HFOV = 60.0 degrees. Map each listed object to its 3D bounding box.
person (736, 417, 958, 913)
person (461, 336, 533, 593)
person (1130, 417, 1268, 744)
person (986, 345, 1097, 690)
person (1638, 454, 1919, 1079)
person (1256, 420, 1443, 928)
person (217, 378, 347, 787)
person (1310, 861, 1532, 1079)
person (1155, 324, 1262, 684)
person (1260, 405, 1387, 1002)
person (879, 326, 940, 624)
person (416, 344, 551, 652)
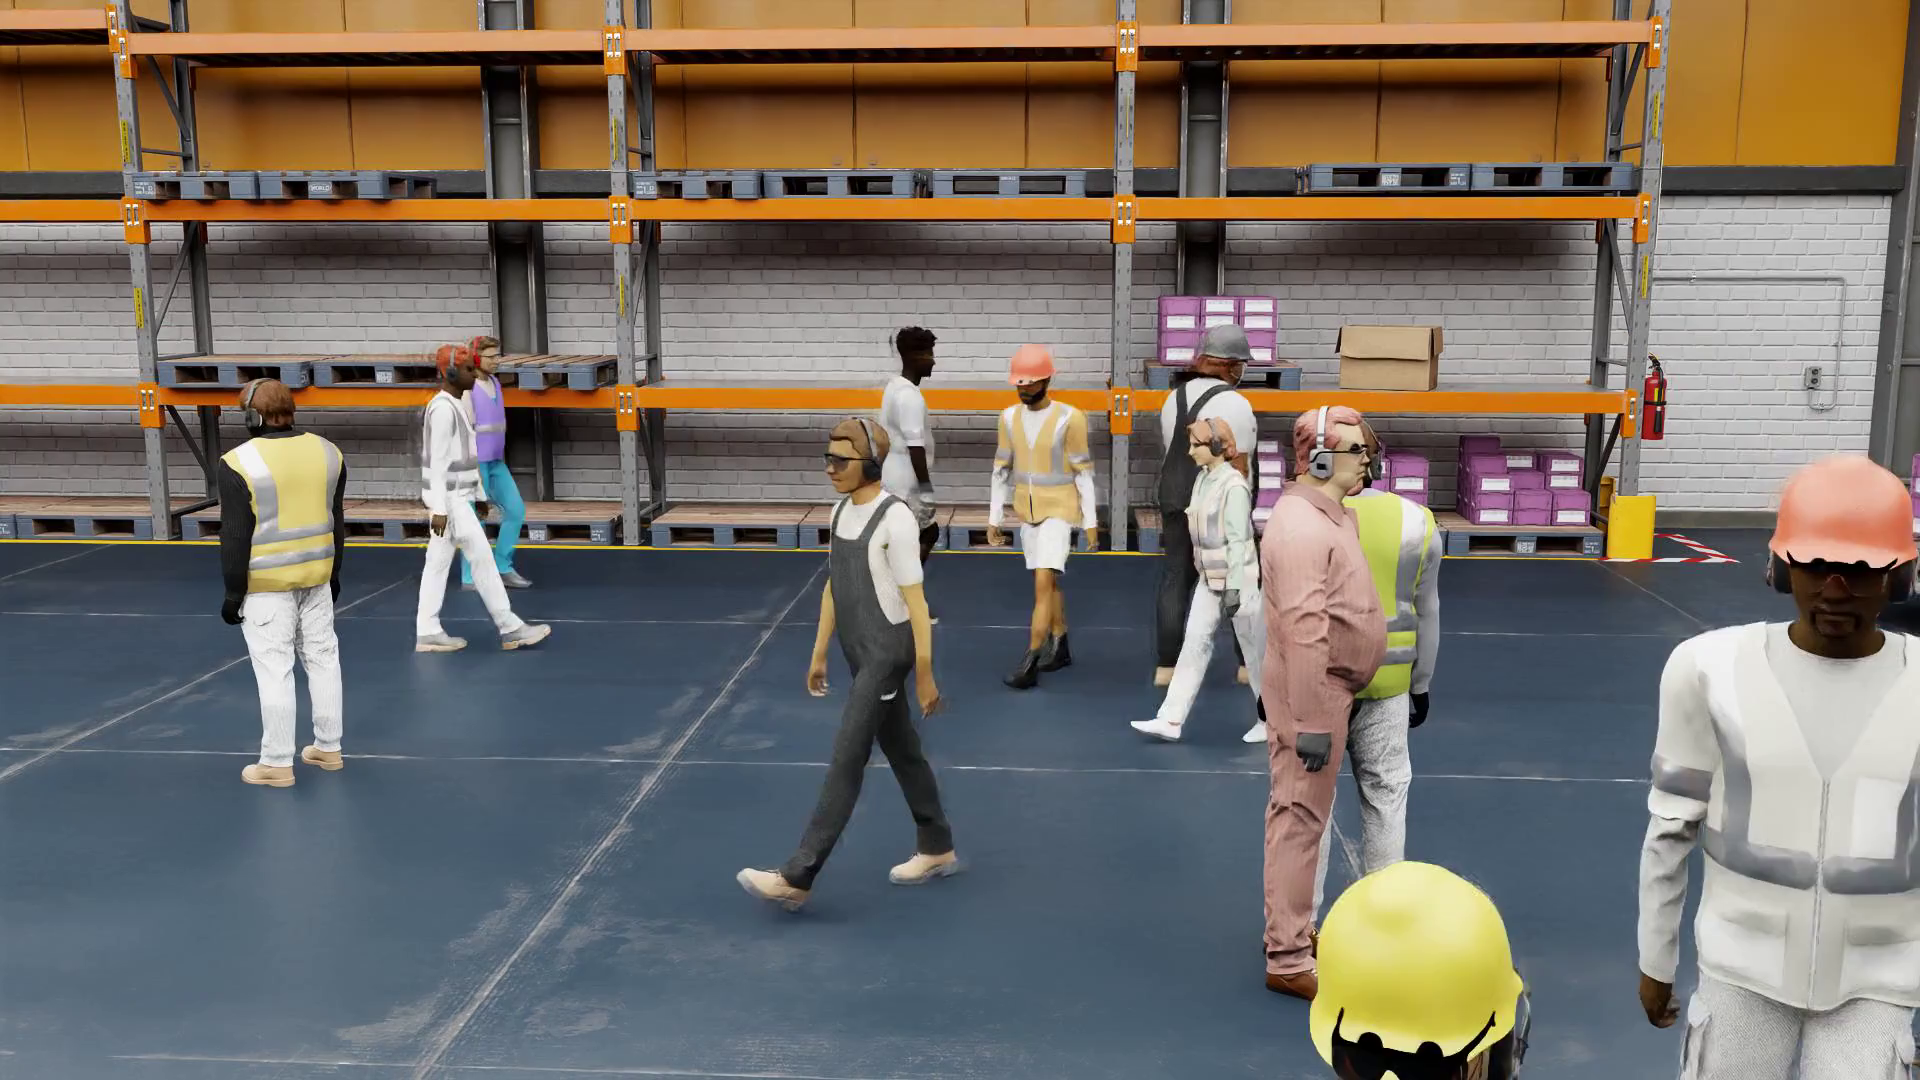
[{"bbox_3d":[-0.398,0.452,6.088,0.969,1.795,0.541,-5,11,-29],"label":"person"},{"bbox_3d":[-3.280,-0.518,11.700,0.617,1.820,0.610,2,10,10],"label":"person"},{"bbox_3d":[1.230,0.213,8.054,0.829,1.588,0.628,-3,10,-16],"label":"person"},{"bbox_3d":[0.419,-0.133,9.250,0.585,1.887,0.908,7,12,36],"label":"person"},{"bbox_3d":[1.696,0.816,3.347,0.613,2.023,0.790,5,11,25],"label":"person"},{"bbox_3d":[1.323,0.497,5.736,0.619,1.838,0.429,0,10,2],"label":"person"},{"bbox_3d":[-3.069,0.188,7.523,0.429,1.844,0.623,6,11,31],"label":"person"},{"bbox_3d":[0.516,1.198,1.847,0.580,1.761,0.351,4,10,22],"label":"person"},{"bbox_3d":[1.453,-0.207,9.252,0.822,2.000,0.701,-7,12,-36],"label":"person"},{"bbox_3d":[1.168,0.518,5.396,0.406,1.909,0.636,2,10,12],"label":"person"},{"bbox_3d":[-0.287,-0.369,10.473,0.575,1.942,0.630,-2,10,-10],"label":"person"},{"bbox_3d":[-2.897,-0.239,9.999,0.896,1.842,0.611,-2,10,-13],"label":"person"}]
